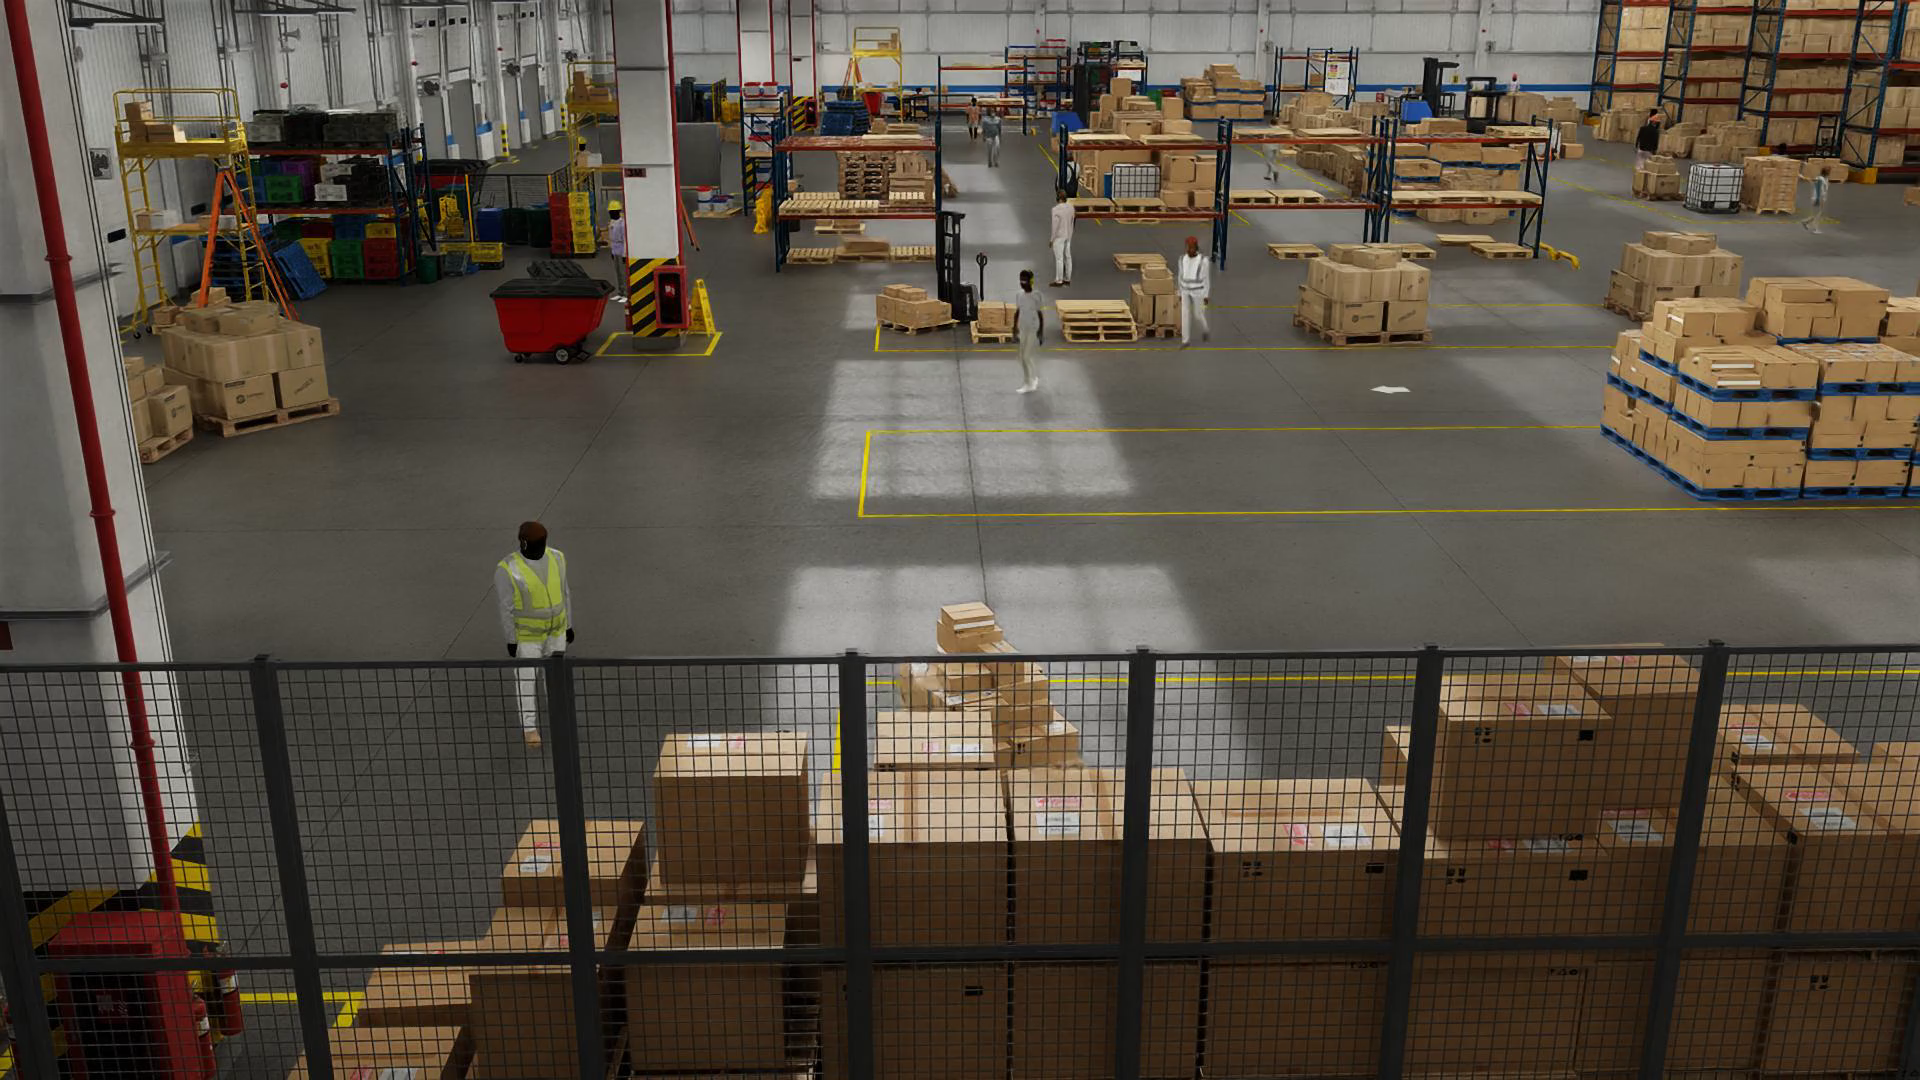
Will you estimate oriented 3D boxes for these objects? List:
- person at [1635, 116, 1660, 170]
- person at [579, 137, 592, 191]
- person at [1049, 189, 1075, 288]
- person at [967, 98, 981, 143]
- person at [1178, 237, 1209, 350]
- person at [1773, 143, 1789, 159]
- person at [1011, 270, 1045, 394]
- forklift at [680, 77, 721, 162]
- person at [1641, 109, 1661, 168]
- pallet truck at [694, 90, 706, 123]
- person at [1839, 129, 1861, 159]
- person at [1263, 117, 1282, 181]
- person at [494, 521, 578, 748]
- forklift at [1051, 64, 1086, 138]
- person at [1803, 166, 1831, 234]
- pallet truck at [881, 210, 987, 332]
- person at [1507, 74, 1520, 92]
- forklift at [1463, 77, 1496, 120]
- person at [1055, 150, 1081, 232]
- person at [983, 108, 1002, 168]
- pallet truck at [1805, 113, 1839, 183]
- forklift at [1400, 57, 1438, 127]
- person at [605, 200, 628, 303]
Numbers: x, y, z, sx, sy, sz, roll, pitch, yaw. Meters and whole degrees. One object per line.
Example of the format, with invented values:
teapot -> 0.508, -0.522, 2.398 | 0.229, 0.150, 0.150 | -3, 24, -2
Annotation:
person -> 21.015, -11.990, 50.897 | 0.652, 1.954, 0.517 | 8, 20, 23
person -> -9.962, -9.704, 44.128 | 0.371, 1.925, 0.595 | -4, 19, -12
person -> 2.020, -6.016, 33.169 | 0.627, 1.941, 0.371 | -18, 25, -42
person -> 0.515, -15.735, 62.382 | 0.555, 1.682, 0.374 | 2, 19, 5
person -> 3.904, -4.128, 27.687 | 0.599, 1.863, 0.714 | 13, 22, 33
person -> 22.289, -9.994, 45.384 | 0.538, 1.674, 0.727 | -4, 19, -12
person -> 0.977, -3.063, 24.541 | 0.549, 1.851, 0.404 | 16, 25, 40
forklift -> -8.944, -13.866, 55.007 | 1.873, 2.768, 1.129 | -1, 19, -1
person -> 22.506, -13.045, 54.068 | 0.393, 1.912, 0.589 | -4, 19, -10
pallet truck -> -9.671, -15.907, 62.421 | 0.823, 1.965, 1.885 | 5, 19, 15
person -> 29.283, -13.134, 54.508 | 0.944, 1.801, 0.639 | 1, 19, 3
person -> 9.544, -11.905, 50.679 | 0.636, 1.916, 0.768 | -8, 20, -22
person -> -3.360, 0.731, 13.306 | 0.429, 1.844, 0.627 | 17, 25, 42
forklift -> 4.475, -16.592, 63.094 | 1.873, 2.768, 1.129 | -3, 19, -8
person -> 20.770, -8.238, 40.256 | 0.443, 1.626, 0.516 | 17, 25, 41
pallet truck -> -0.493, -4.759, 29.349 | 1.885, 1.965, 0.823 | -13, 23, -34
person -> 24.501, -19.647, 73.688 | 0.564, 1.883, 0.985 | 8, 20, 21
forklift -> 17.208, -13.983, 55.353 | 1.129, 2.768, 1.873 | -1, 19, -2
person -> 2.550, -8.452, 40.239 | 0.683, 2.000, 0.538 | -17, 25, -42
person -> 1.085, -13.104, 54.238 | 0.647, 1.912, 0.770 | -5, 19, -15
pallet truck -> 26.403, -11.957, 50.702 | 0.823, 1.965, 1.885 | 6, 19, 16
forklift -> 19.347, -18.501, 68.755 | 1.873, 2.768, 1.129 | -1, 19, -1
person -> -6.489, -5.478, 31.591 | 0.381, 1.924, 0.593 | -13, 22, -33
